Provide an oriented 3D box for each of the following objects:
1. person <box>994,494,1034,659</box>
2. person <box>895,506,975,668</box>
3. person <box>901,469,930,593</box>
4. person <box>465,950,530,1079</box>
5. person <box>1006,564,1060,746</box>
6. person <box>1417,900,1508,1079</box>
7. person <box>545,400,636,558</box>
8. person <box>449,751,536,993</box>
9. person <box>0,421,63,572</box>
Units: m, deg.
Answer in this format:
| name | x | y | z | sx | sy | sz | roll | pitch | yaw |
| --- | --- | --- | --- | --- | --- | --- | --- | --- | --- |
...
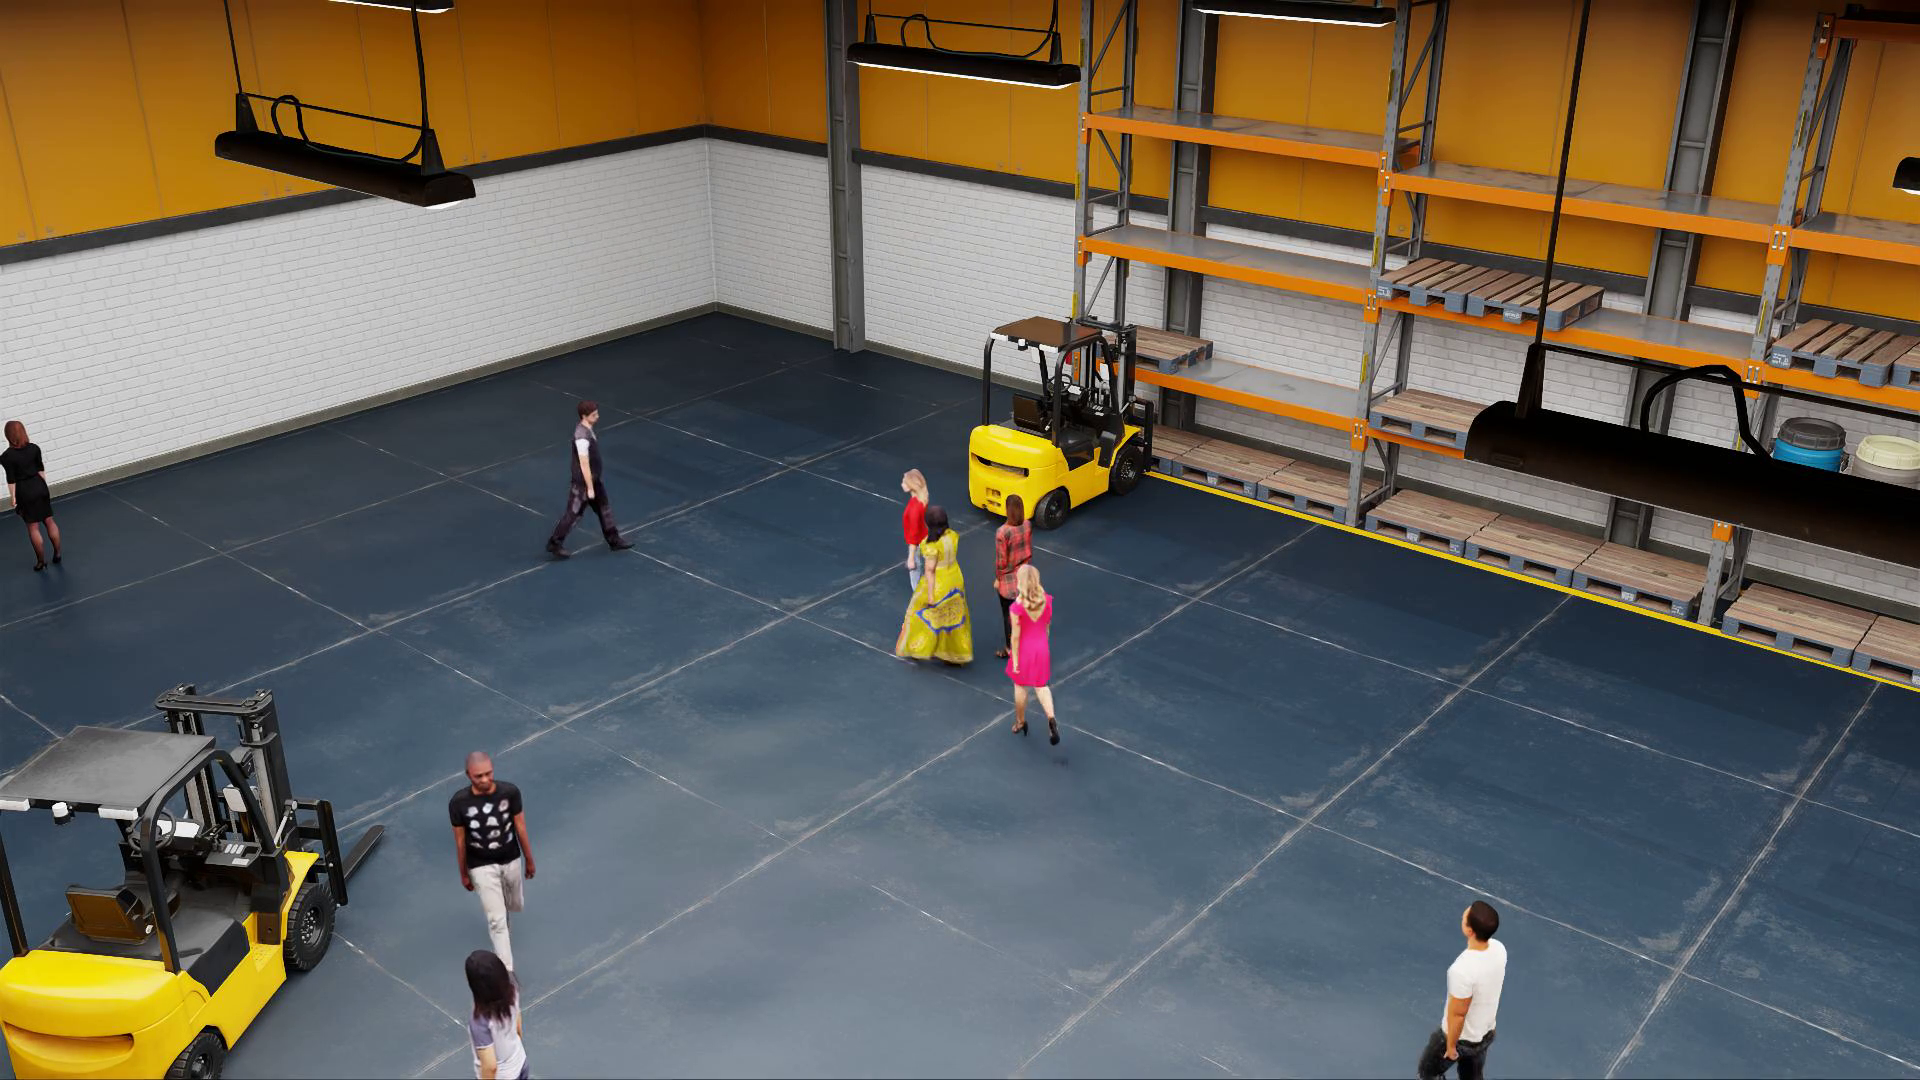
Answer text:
| name | x | y | z | sx | sy | sz | roll | pitch | yaw |
| --- | --- | --- | --- | --- | --- | --- | --- | --- | --- |
| person | 0.521 | 0.352 | 16.058 | 0.641 | 1.702 | 0.588 | -20 | 31 | -38 |
| person | -0.114 | 0.482 | 15.846 | 0.935 | 1.634 | 0.794 | 18 | 29 | 35 |
| person | -0.410 | 0.094 | 16.645 | 0.690 | 1.704 | 0.690 | 4 | 24 | 10 |
| person | -2.671 | 3.116 | 9.699 | 0.635 | 1.731 | 0.653 | 6 | 24 | 13 |
| person | 0.662 | 1.036 | 14.491 | 0.818 | 1.703 | 0.998 | -11 | 26 | -23 |
| person | 3.108 | 2.975 | 9.948 | 0.708 | 1.790 | 0.667 | -16 | 28 | -33 |
| person | -4.204 | -0.637 | 18.191 | 1.278 | 1.805 | 1.203 | -3 | 24 | -7 |
| person | -3.267 | 2.232 | 11.658 | 0.970 | 1.782 | 1.223 | -11 | 26 | -23 |
| person | -10.034 | -0.488 | 17.974 | 0.548 | 1.706 | 0.619 | 13 | 27 | 27 |
